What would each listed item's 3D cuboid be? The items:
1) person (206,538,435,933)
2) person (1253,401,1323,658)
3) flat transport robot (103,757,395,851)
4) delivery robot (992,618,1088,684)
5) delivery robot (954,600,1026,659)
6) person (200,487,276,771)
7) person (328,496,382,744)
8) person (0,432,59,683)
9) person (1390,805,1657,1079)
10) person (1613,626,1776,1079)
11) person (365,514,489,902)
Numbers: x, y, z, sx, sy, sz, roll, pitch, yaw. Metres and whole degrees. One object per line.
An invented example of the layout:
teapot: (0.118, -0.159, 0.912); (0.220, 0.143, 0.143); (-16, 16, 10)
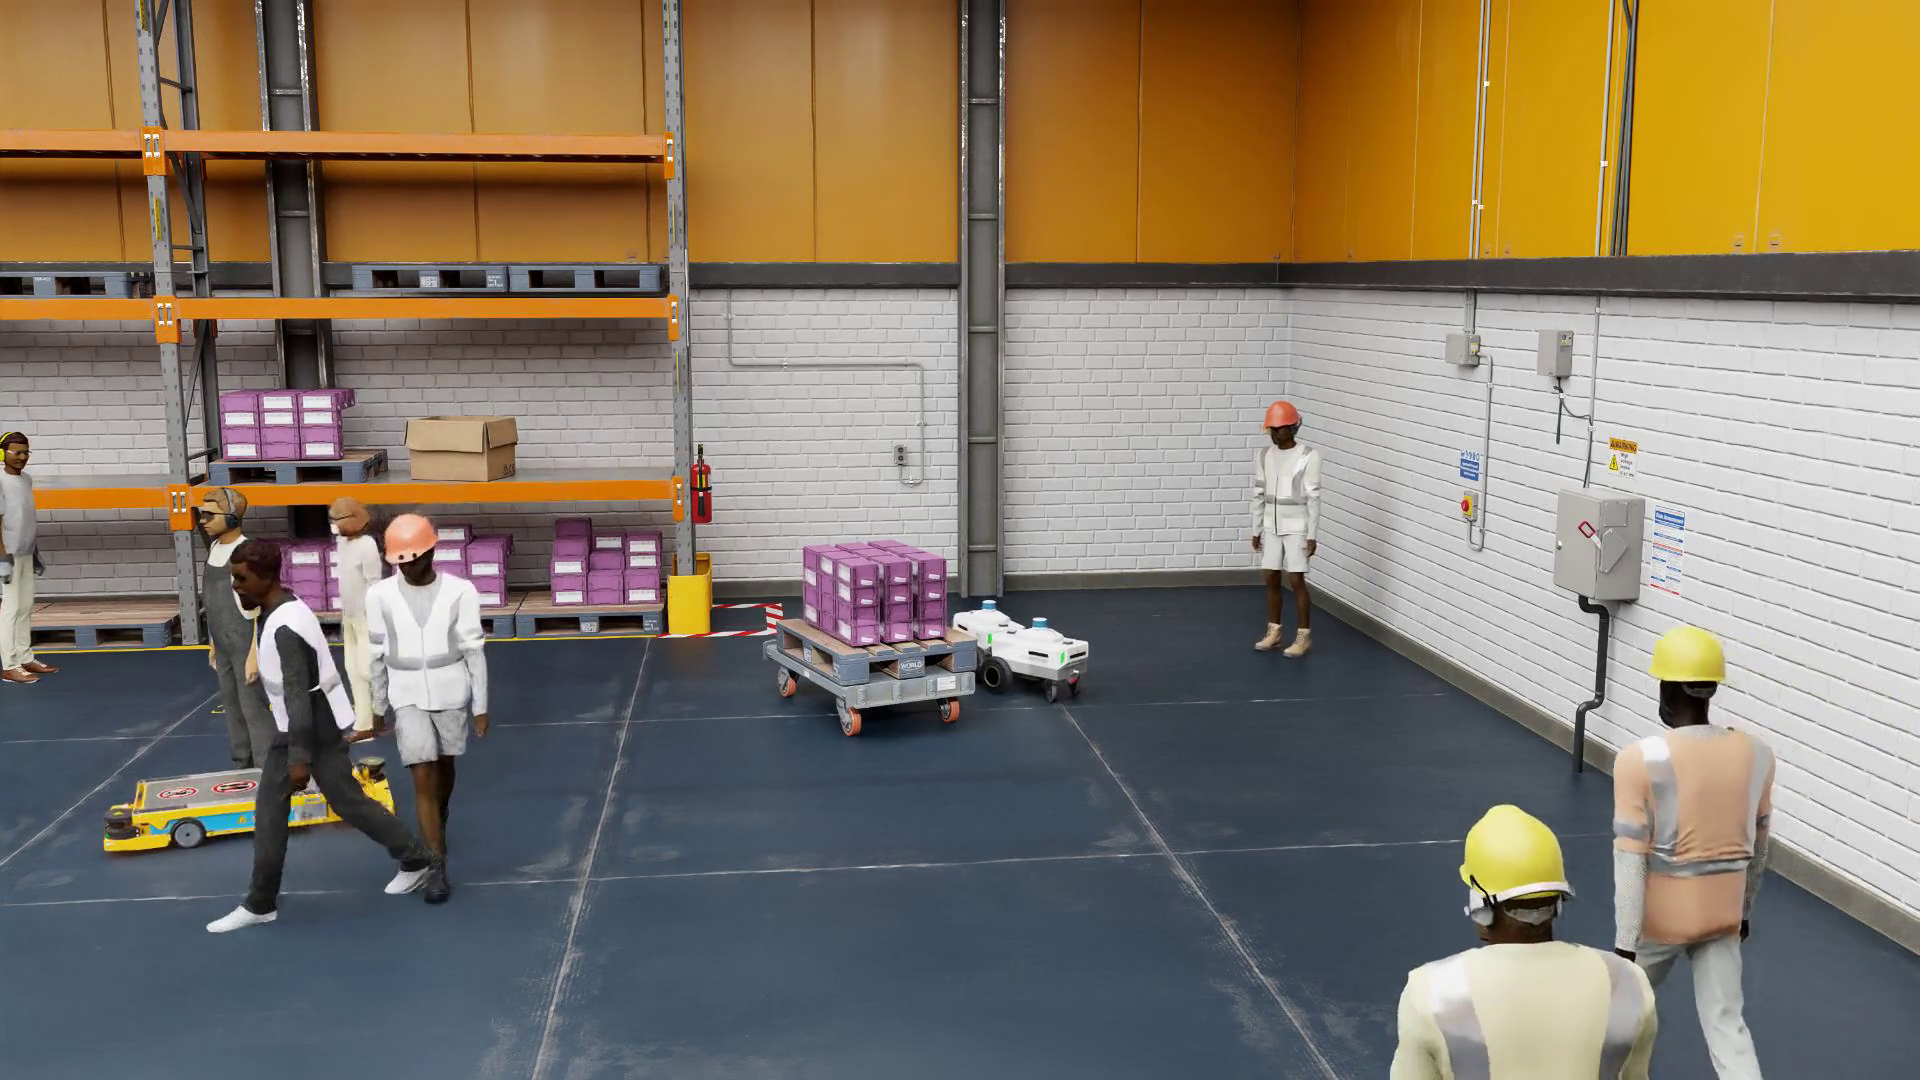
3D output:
person: (-2.991, 0.876, 7.812); (1.032, 1.847, 0.602); (-6, 11, -33)
person: (2.576, -0.089, 13.220); (0.408, 2.027, 0.623); (-8, 12, -42)
flat transport robot: (-3.896, 1.437, 9.158); (1.431, 0.197, 0.652); (-4, 10, -23)
delivery robot: (0.572, 0.803, 11.940); (0.707, 0.478, 0.477); (8, 12, 41)
delivery robot: (0.221, 0.700, 12.583); (0.477, 0.478, 0.707); (-4, 10, -23)
person: (-4.088, 0.614, 9.396); (0.507, 1.847, 0.343); (7, 12, 39)
person: (-3.790, 0.507, 10.767); (0.563, 1.612, 0.535); (-8, 12, -41)
person: (-7.017, 0.121, 12.421); (0.335, 1.865, 0.519); (0, 9, -1)
person: (1.279, 1.514, 3.860); (0.609, 1.816, 0.455); (0, 9, 0)
person: (2.423, 1.221, 5.532); (0.611, 1.878, 1.004); (-2, 9, -11)
person: (-2.655, 0.778, 8.325); (0.561, 1.876, 0.991); (-3, 9, -16)
